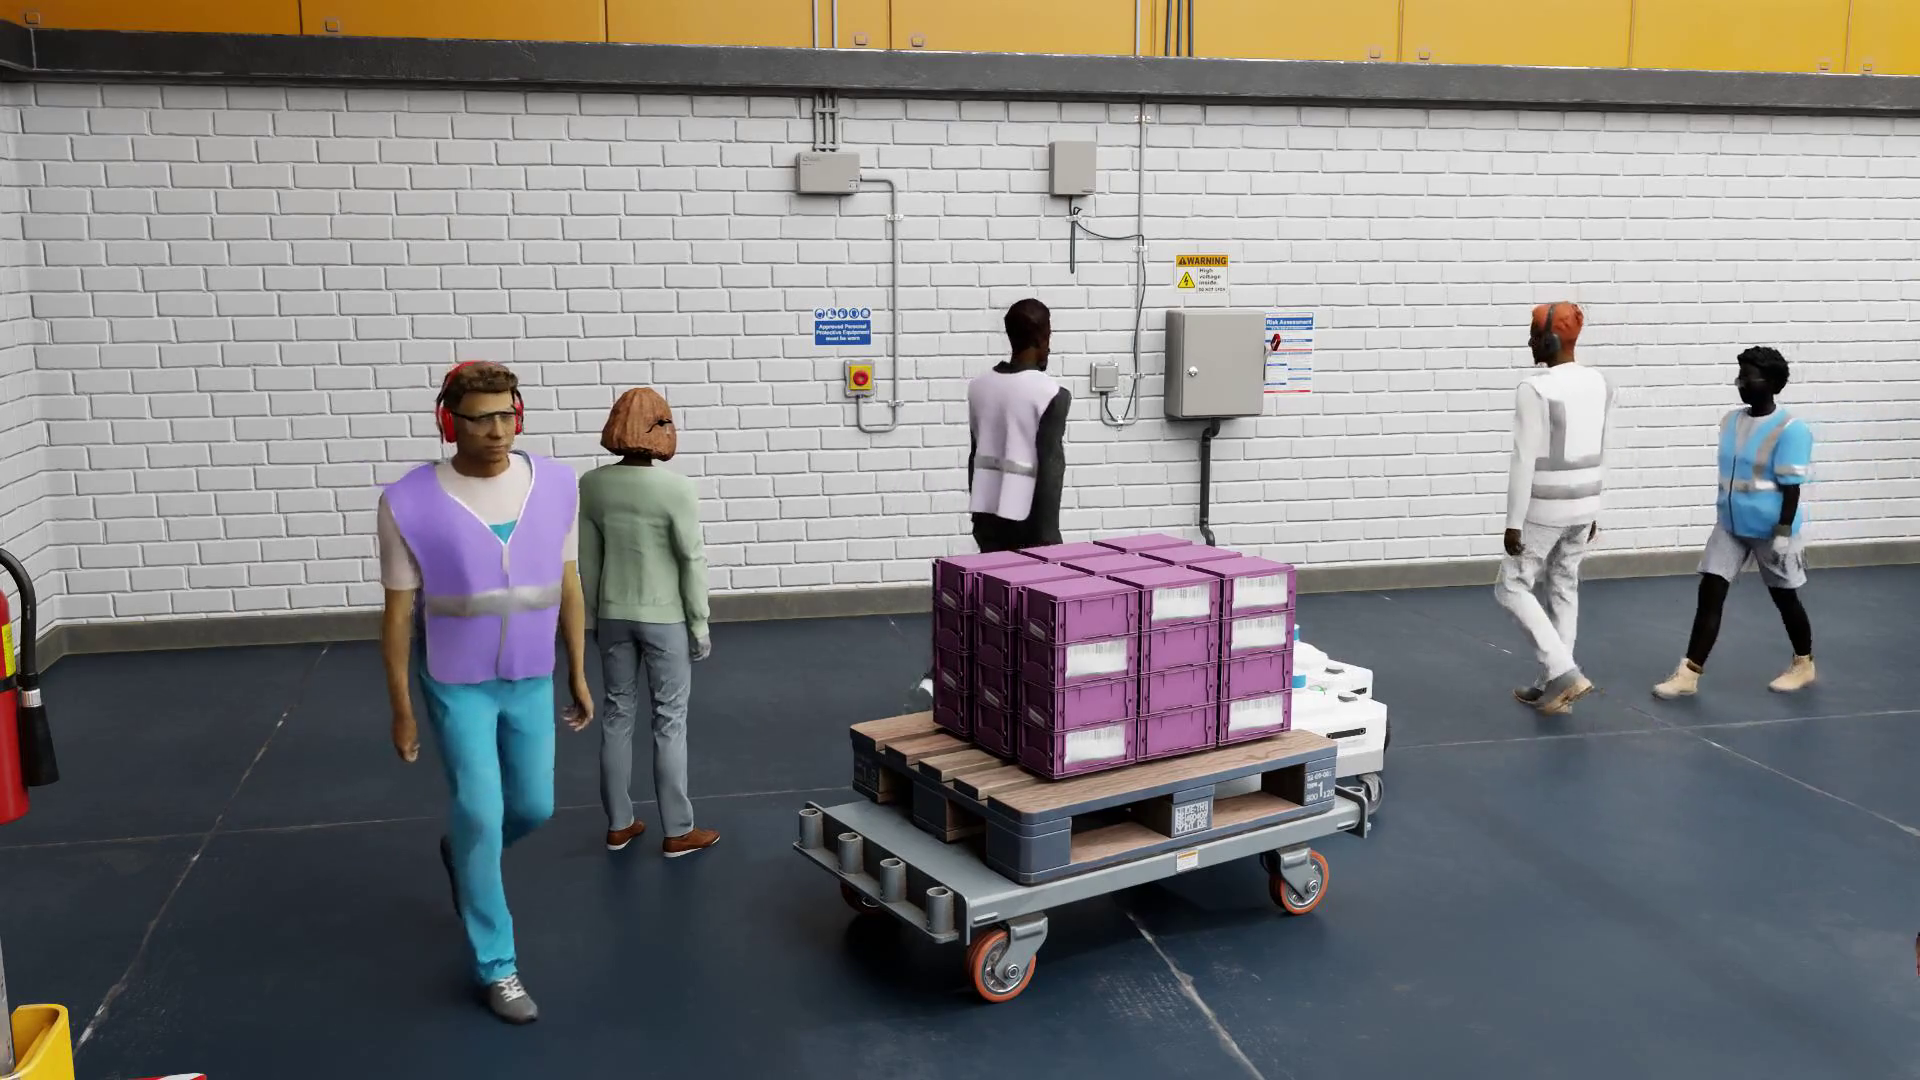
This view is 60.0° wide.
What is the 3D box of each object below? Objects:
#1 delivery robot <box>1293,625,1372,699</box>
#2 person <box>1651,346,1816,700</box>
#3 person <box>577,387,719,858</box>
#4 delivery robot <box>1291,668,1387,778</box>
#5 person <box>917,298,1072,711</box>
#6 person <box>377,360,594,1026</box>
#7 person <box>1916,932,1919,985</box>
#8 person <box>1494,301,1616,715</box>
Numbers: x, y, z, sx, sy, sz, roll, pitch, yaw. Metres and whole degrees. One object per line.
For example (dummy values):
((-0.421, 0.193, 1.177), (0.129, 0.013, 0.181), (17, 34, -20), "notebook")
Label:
((1.333, 0.586, 6.840), (0.477, 0.478, 0.707), (-8, 13, -37), "delivery robot")
((3.688, -0.071, 7.710), (0.857, 1.652, 0.540), (-4, 11, -20), "person")
((-1.085, 0.288, 5.765), (0.500, 1.633, 0.280), (4, 11, 22), "person")
((1.219, 0.715, 6.129), (0.707, 0.478, 0.477), (-5, 11, -26), "delivery robot")
((0.206, -0.111, 7.297), (0.903, 1.888, 0.599), (-10, 14, -42), "person")
((-1.369, 0.386, 4.715), (0.587, 1.819, 0.721), (-9, 13, -40), "person")
((1.802, 0.824, 2.715), (0.836, 1.666, 0.538), (5, 11, 24), "person")
((2.656, -0.118, 7.380), (0.606, 1.873, 0.471), (-5, 12, -28), "person")
